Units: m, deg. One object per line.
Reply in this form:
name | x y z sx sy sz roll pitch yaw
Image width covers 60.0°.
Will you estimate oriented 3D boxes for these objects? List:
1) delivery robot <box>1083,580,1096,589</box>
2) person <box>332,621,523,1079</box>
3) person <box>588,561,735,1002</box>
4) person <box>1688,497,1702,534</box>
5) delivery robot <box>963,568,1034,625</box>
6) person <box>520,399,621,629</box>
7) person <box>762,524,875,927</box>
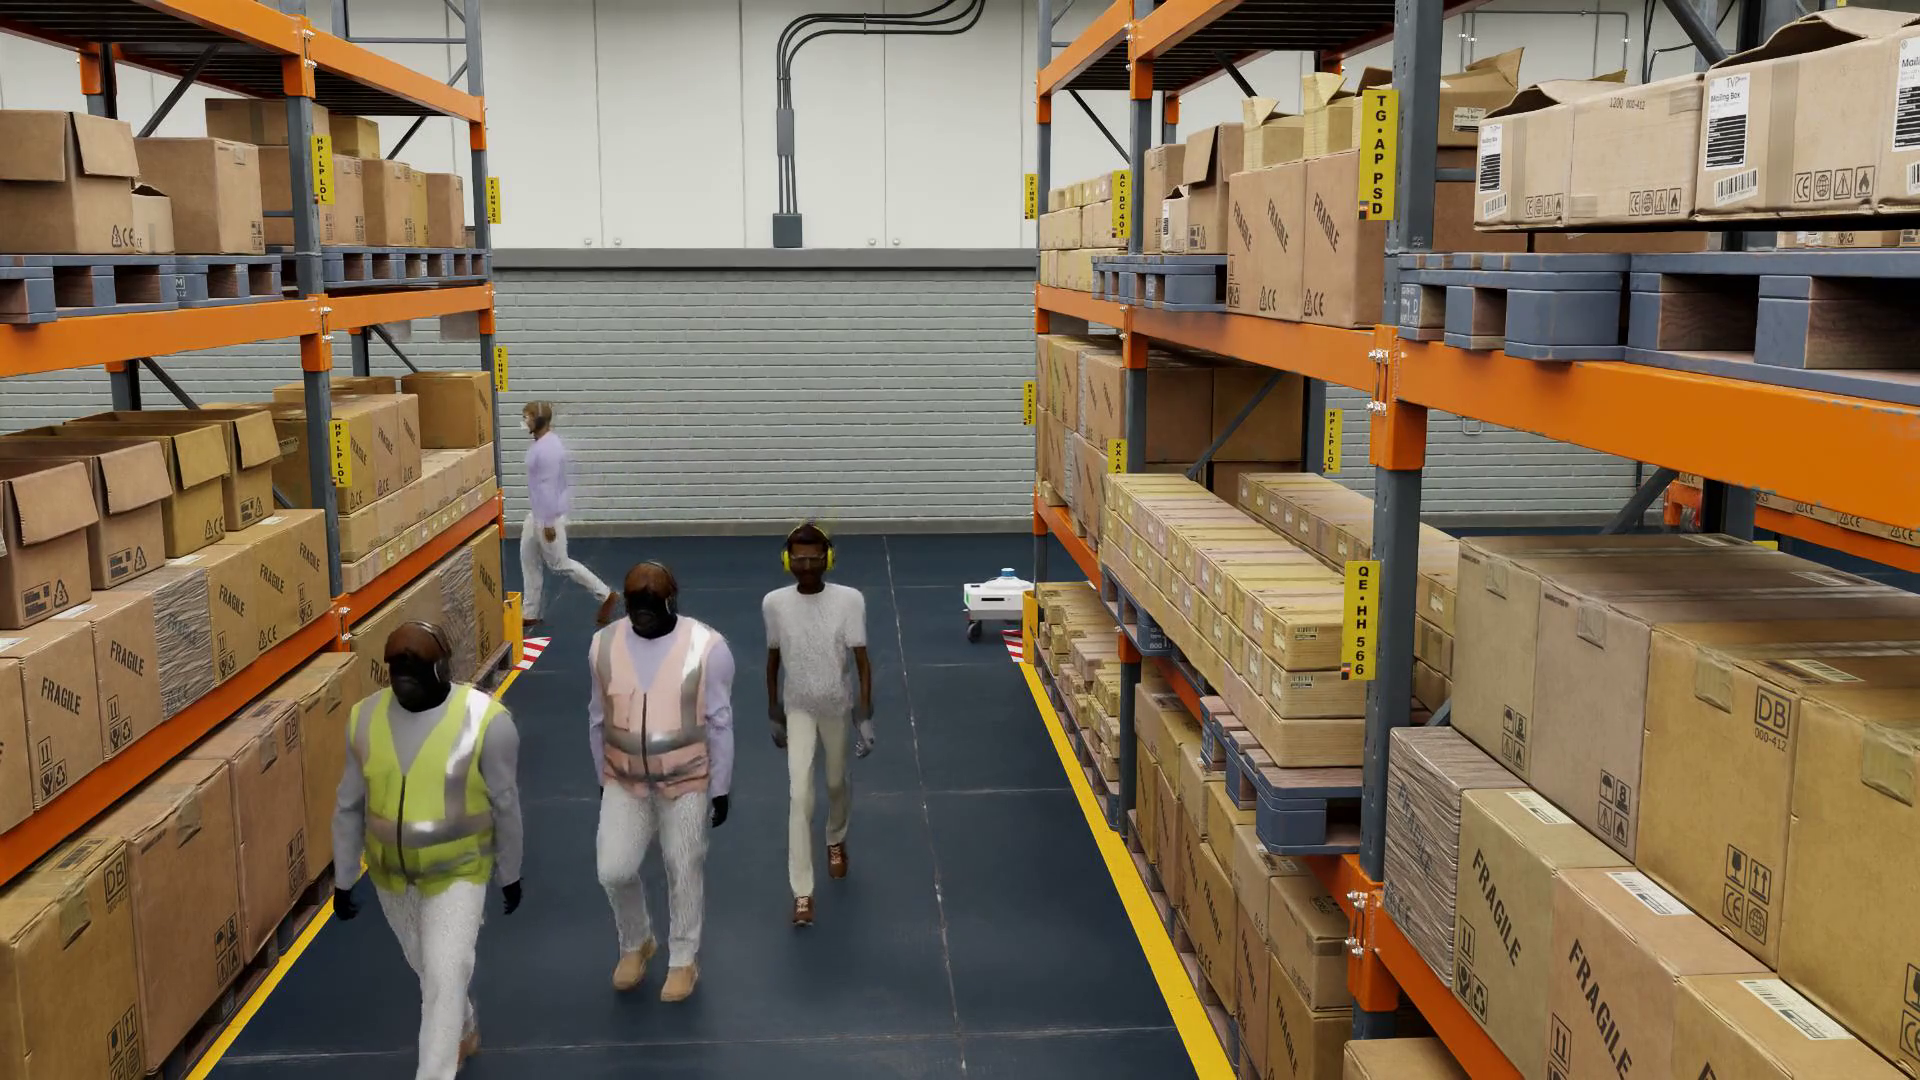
delivery robot | 1.066 0.493 13.131 0.707 0.478 0.477 -6 11 -31
person | -1.887 1.163 5.845 0.639 1.792 0.937 2 10 11
person | -1.222 0.987 6.788 0.631 1.828 0.451 1 10 5
person | 3.494 0.754 7.708 0.632 1.974 0.692 0 10 -2
delivery robot | 0.379 0.470 13.270 0.707 0.478 0.477 0 10 0
person | -3.285 -0.205 13.566 0.904 1.910 0.635 -4 10 -21
person | -0.660 0.812 7.836 0.535 1.822 1.000 0 10 -1
